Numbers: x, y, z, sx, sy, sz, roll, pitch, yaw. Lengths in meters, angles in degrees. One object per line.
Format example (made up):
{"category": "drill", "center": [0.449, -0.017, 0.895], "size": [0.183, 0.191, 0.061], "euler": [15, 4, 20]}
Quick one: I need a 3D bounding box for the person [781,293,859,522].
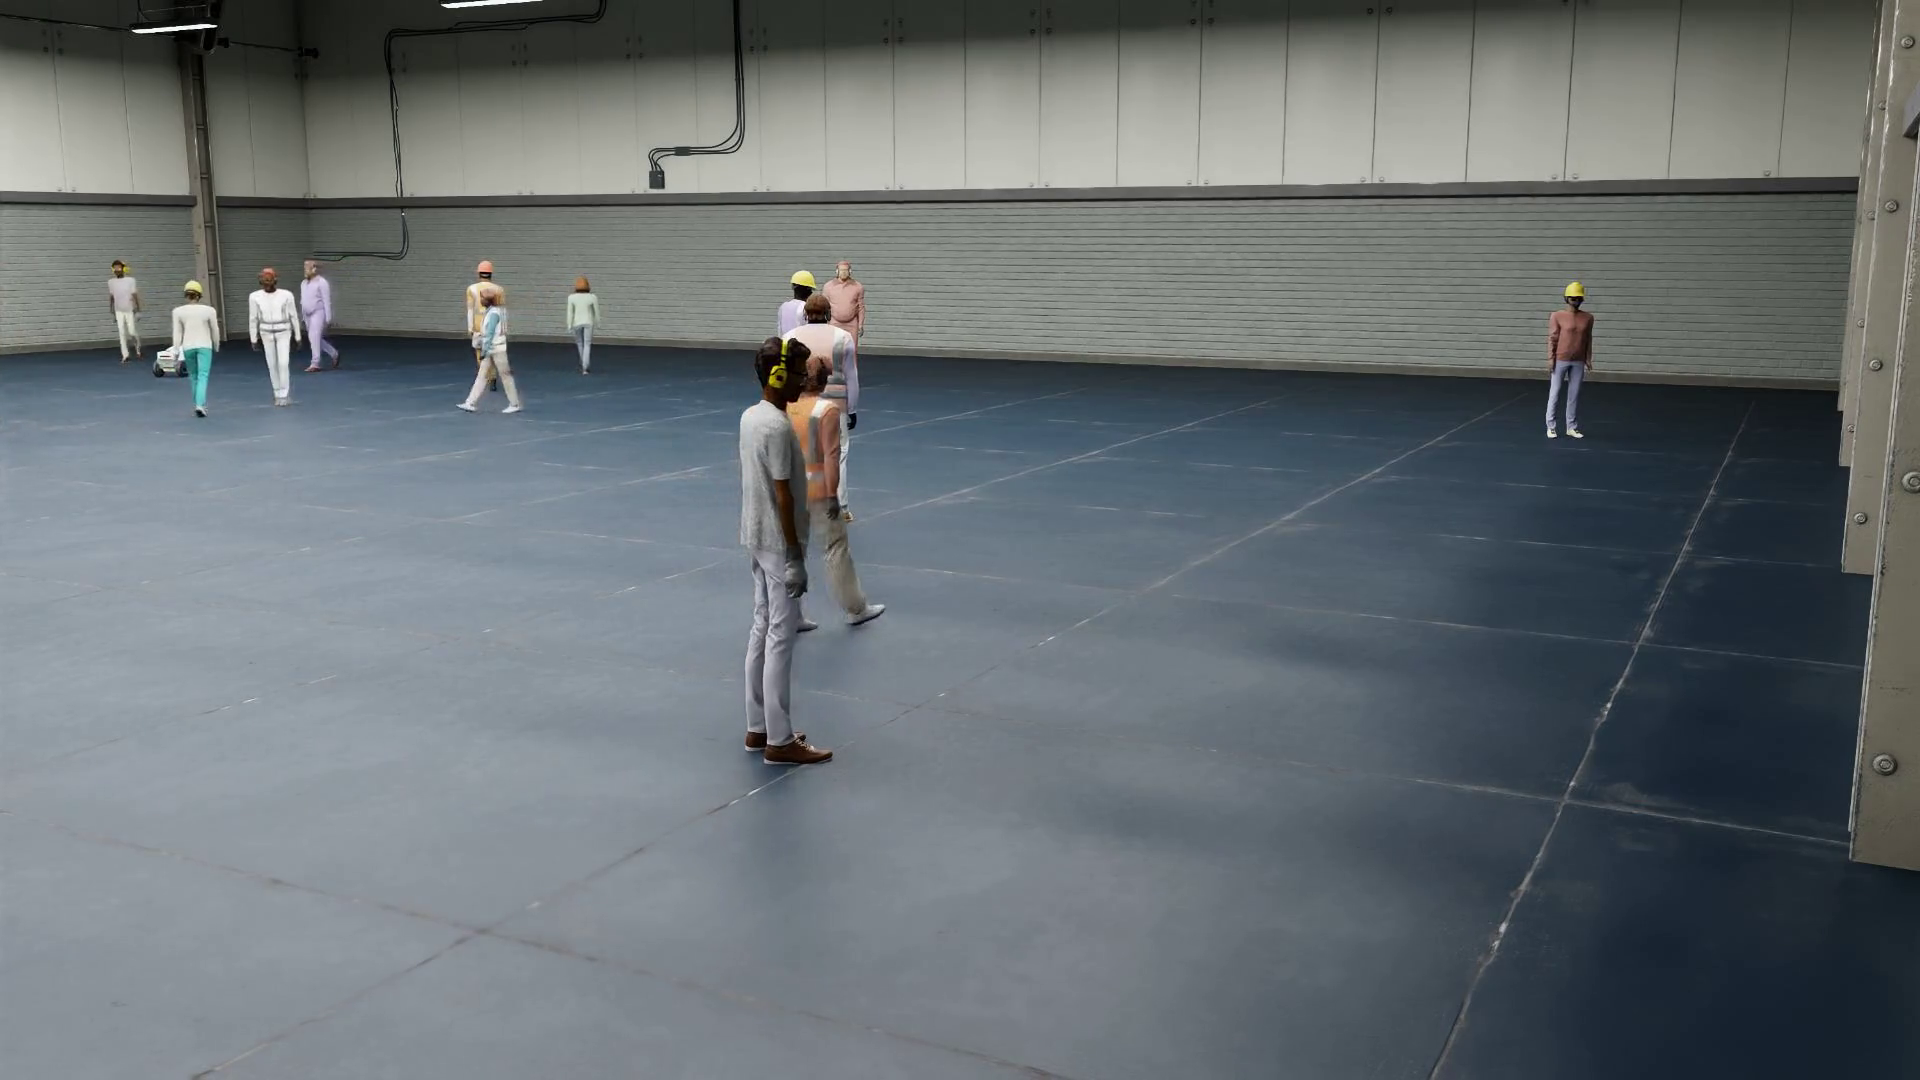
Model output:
{"category": "person", "center": [-1.112, -1.034, 13.230], "size": [0.627, 1.843, 0.429], "euler": [0, 10, 2]}

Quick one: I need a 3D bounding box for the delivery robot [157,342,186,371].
{"category": "delivery robot", "center": [-12.772, -2.992, 27.160], "size": [0.477, 0.478, 0.707], "euler": [1, 11, 8]}

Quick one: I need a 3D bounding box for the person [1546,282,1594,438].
{"category": "person", "center": [6.925, -2.032, 18.876], "size": [0.523, 1.769, 0.314], "euler": [-1, 10, -7]}

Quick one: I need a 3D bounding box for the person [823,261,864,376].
{"category": "person", "center": [-1.759, -3.255, 25.147], "size": [0.642, 1.913, 0.409], "euler": [-1, 10, -7]}

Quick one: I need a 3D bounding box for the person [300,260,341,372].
{"category": "person", "center": [-10.868, -3.794, 28.193], "size": [0.653, 1.884, 0.792], "euler": [7, 12, 33]}

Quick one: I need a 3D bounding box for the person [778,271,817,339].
{"category": "person", "center": [-1.696, -1.908, 17.783], "size": [0.381, 1.918, 0.584], "euler": [-9, 14, -42]}

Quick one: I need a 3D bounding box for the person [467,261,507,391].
{"category": "person", "center": [-7.037, -3.180, 24.757], "size": [0.572, 1.900, 0.854], "euler": [-4, 11, -19]}

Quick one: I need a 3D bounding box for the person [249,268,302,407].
{"category": "person", "center": [-9.191, -2.701, 22.299], "size": [0.616, 1.848, 0.859], "euler": [-2, 11, -12]}

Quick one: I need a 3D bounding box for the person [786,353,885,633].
{"category": "person", "center": [-0.787, -0.275, 9.673], "size": [0.544, 1.612, 0.675], "euler": [10, 14, 43]}

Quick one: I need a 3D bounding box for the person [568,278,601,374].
{"category": "person", "center": [-6.294, -3.589, 27.866], "size": [0.518, 1.583, 0.896], "euler": [0, 10, -1]}

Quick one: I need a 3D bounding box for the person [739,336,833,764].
{"category": "person", "center": [-0.788, 0.046, 7.278], "size": [0.327, 1.865, 0.521], "euler": [-5, 11, -25]}

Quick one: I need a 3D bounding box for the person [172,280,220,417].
{"category": "person", "center": [-9.751, -2.446, 21.239], "size": [0.527, 1.725, 0.887], "euler": [-2, 11, -11]}

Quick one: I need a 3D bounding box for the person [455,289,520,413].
{"category": "person", "center": [-6.089, -2.408, 21.379], "size": [0.848, 1.596, 0.515], "euler": [-6, 12, -31]}

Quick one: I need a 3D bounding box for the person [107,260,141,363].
{"category": "person", "center": [-15.104, -4.138, 30.108], "size": [0.545, 1.858, 0.530], "euler": [-1, 10, -5]}
